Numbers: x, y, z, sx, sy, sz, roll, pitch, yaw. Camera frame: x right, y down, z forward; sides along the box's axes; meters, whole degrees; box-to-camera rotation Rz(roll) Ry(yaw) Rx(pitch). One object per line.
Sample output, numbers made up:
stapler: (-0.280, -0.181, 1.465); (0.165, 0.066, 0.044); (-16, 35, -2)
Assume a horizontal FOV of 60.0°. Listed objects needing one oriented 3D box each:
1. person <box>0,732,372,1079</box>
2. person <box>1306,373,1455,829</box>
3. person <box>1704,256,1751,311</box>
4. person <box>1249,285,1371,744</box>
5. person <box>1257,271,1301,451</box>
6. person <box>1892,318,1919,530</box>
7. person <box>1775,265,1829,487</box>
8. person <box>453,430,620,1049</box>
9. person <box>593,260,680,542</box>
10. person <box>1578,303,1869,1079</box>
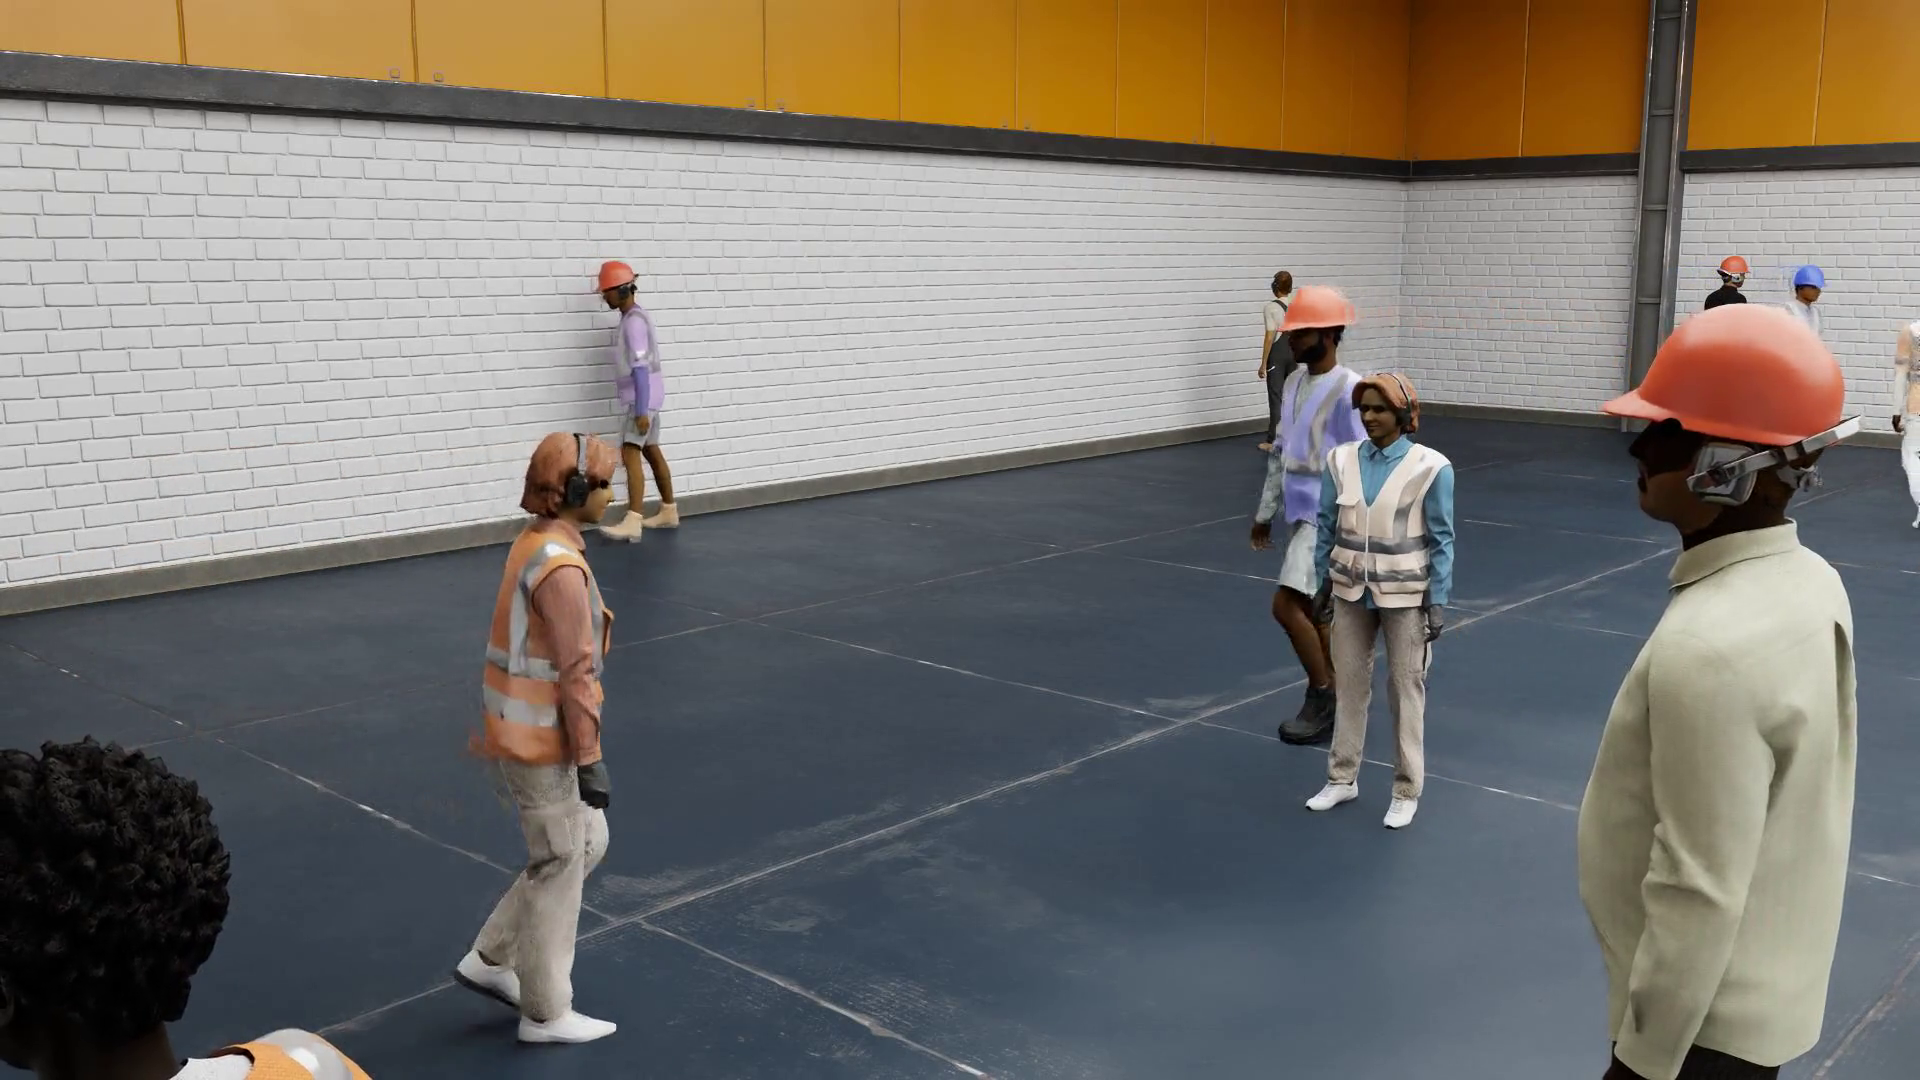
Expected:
person: (-0.670, 0.996, 1.410); (0.318, 1.691, 0.532); (3, 10, 16)
person: (1.514, 0.215, 5.998); (0.523, 1.638, 0.310); (8, 13, 40)
person: (7.773, -1.873, 16.877); (0.377, 1.995, 0.608); (-2, 10, -11)
person: (1.447, -0.095, 6.974); (0.513, 1.919, 0.553); (-2, 10, -12)
person: (3.281, -1.821, 17.003); (0.504, 1.847, 0.344); (-5, 11, -27)
person: (7.066, -0.974, 12.019); (0.588, 1.910, 0.618); (3, 10, 15)
person: (7.303, -1.405, 14.409); (0.616, 1.911, 0.841); (-7, 12, -33)
person: (-1.049, 0.526, 4.293); (0.382, 1.622, 0.520); (-3, 10, -18)
person: (-2.328, -1.001, 11.941); (0.550, 2.001, 0.780); (-2, 10, -9)
person: (1.083, 0.658, 2.458); (0.376, 1.997, 0.612); (7, 12, 34)
